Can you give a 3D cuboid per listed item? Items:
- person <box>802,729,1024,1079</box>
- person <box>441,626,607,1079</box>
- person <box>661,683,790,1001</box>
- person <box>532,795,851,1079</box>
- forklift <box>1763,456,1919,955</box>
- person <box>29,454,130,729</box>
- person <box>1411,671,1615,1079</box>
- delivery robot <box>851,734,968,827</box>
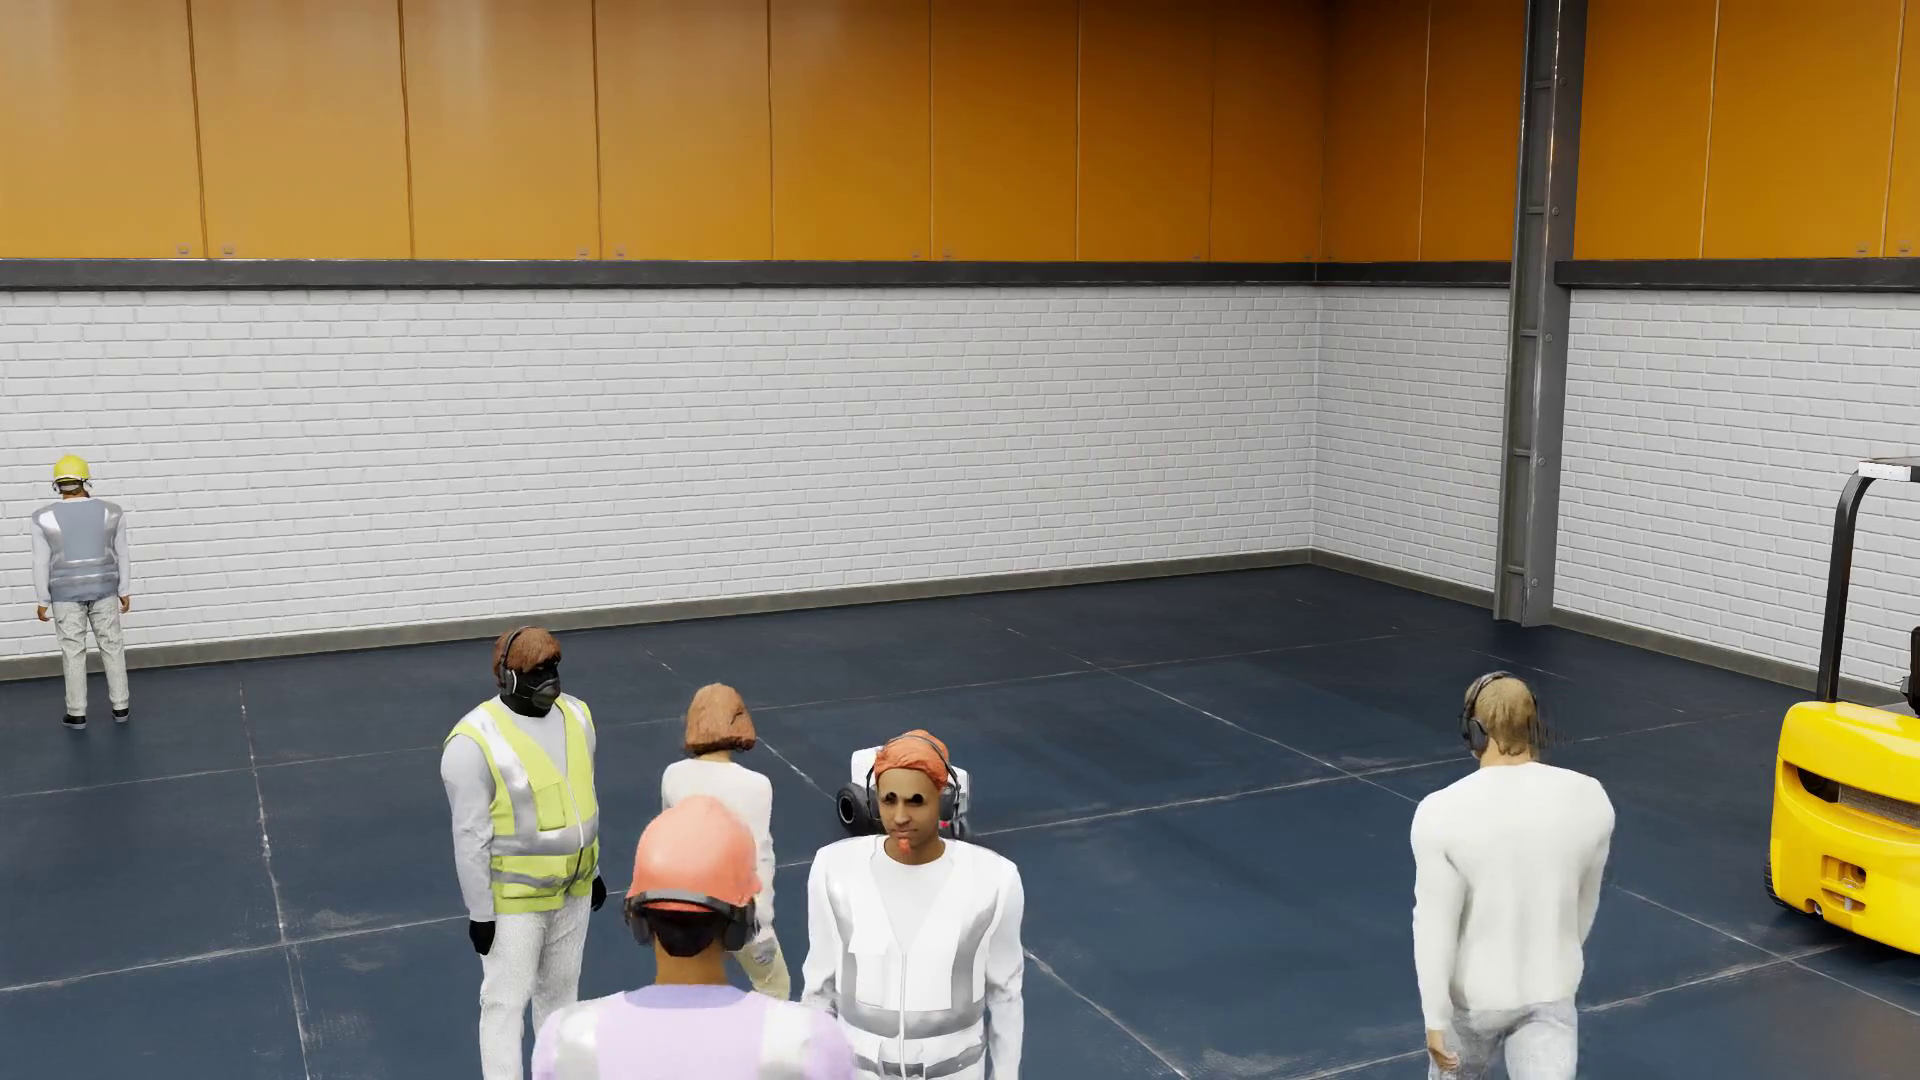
[{"bbox_3d":[-0.126,1.411,4.302,0.573,1.883,0.357,1,9,6],"label":"person"},{"bbox_3d":[-1.456,1.201,5.741,0.429,1.842,0.632,5,11,30],"label":"person"},{"bbox_3d":[-0.791,1.294,5.835,0.527,1.605,0.628,6,11,33],"label":"person"},{"bbox_3d":[-0.524,1.510,3.200,0.775,2.043,0.534,0,9,3],"label":"person"},{"bbox_3d":[4.857,0.731,7.561,2.313,2.155,1.214,-4,10,-25],"label":"forklift"},{"bbox_3d":[-5.852,0.344,11.090,0.591,1.829,0.404,-7,12,-39],"label":"person"},{"bbox_3d":[1.609,1.323,4.873,0.620,1.887,1.047,0,9,-3],"label":"person"},{"bbox_3d":[-0.273,1.283,8.899,0.477,0.478,0.707,-7,11,-36],"label":"delivery robot"}]
